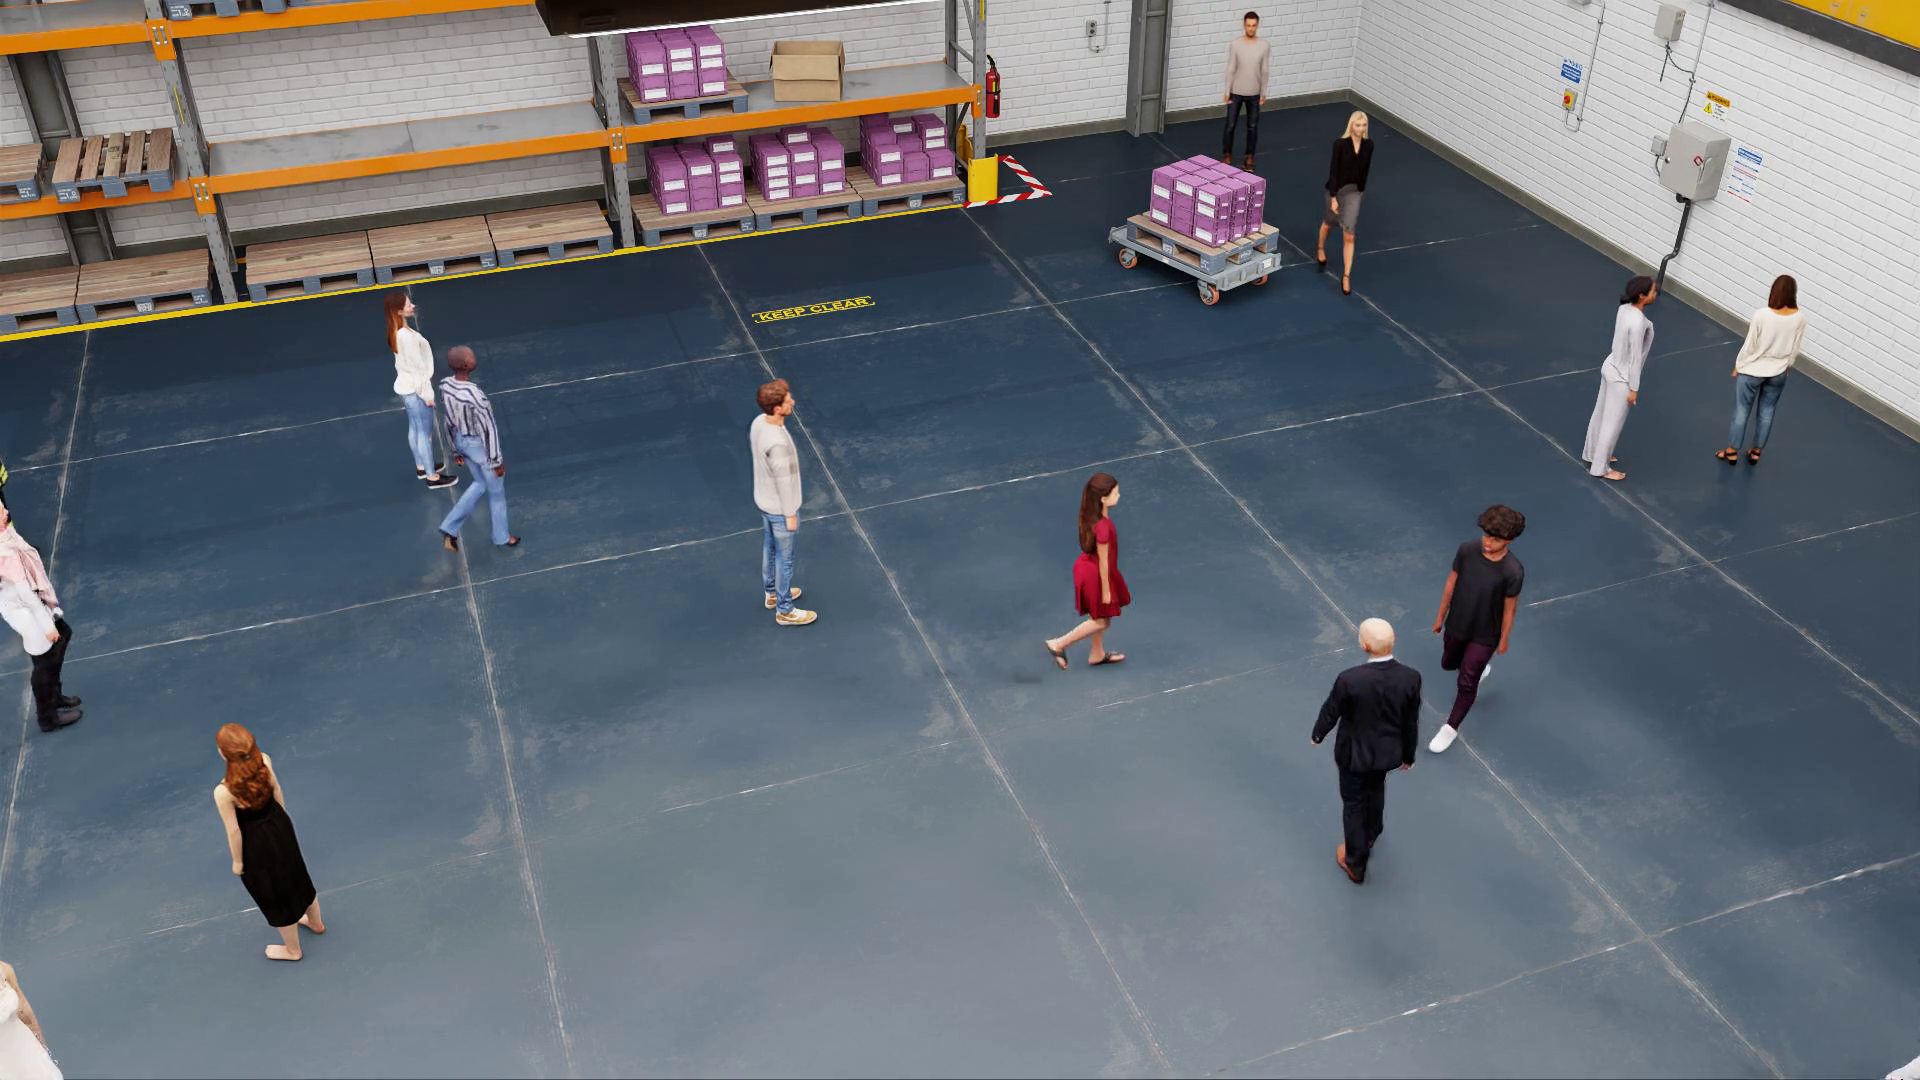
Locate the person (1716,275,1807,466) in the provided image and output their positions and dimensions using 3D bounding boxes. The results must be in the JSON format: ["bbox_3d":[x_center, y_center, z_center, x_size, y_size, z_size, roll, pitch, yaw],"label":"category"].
[{"bbox_3d":[6.581,-1.384,13.625,0.615,1.680,0.755,2,34,2],"label":"person"}]

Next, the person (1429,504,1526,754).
[{"bbox_3d":[3.341,0.504,10.712,1.125,1.760,0.875,-25,41,-32],"label":"person"}]

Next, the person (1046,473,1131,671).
[{"bbox_3d":[0.860,0.250,11.291,0.848,1.543,0.645,-5,34,-7],"label":"person"}]

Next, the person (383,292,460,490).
[{"bbox_3d":[-4.374,-1.208,13.350,0.627,1.692,0.667,-20,39,-28],"label":"person"}]

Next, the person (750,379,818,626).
[{"bbox_3d":[-1.286,-0.275,11.758,0.561,1.902,0.671,-13,36,-19],"label":"person"}]

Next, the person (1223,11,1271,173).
[{"bbox_3d":[3.282,-5.160,19.141,0.631,1.863,0.778,2,34,4],"label":"person"}]

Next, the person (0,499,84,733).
[{"bbox_3d":[-6.079,0.516,10.667,0.761,1.791,0.781,28,43,35],"label":"person"}]

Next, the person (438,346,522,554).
[{"bbox_3d":[-3.644,-0.601,12.358,0.887,1.779,1.002,24,40,31],"label":"person"}]

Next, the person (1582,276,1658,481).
[{"bbox_3d":[5.367,-1.339,13.509,0.682,1.735,0.703,2,34,3],"label":"person"}]

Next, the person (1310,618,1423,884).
[{"bbox_3d":[2.356,1.261,9.561,0.818,1.776,0.870,-3,34,-5],"label":"person"}]

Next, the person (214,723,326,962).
[{"bbox_3d":[-3.805,1.652,9.109,0.725,1.624,0.670,13,36,18],"label":"person"}]

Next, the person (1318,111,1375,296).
[{"bbox_3d":[3.779,-3.402,16.561,1.170,1.791,0.848,-5,34,-8],"label":"person"}]
